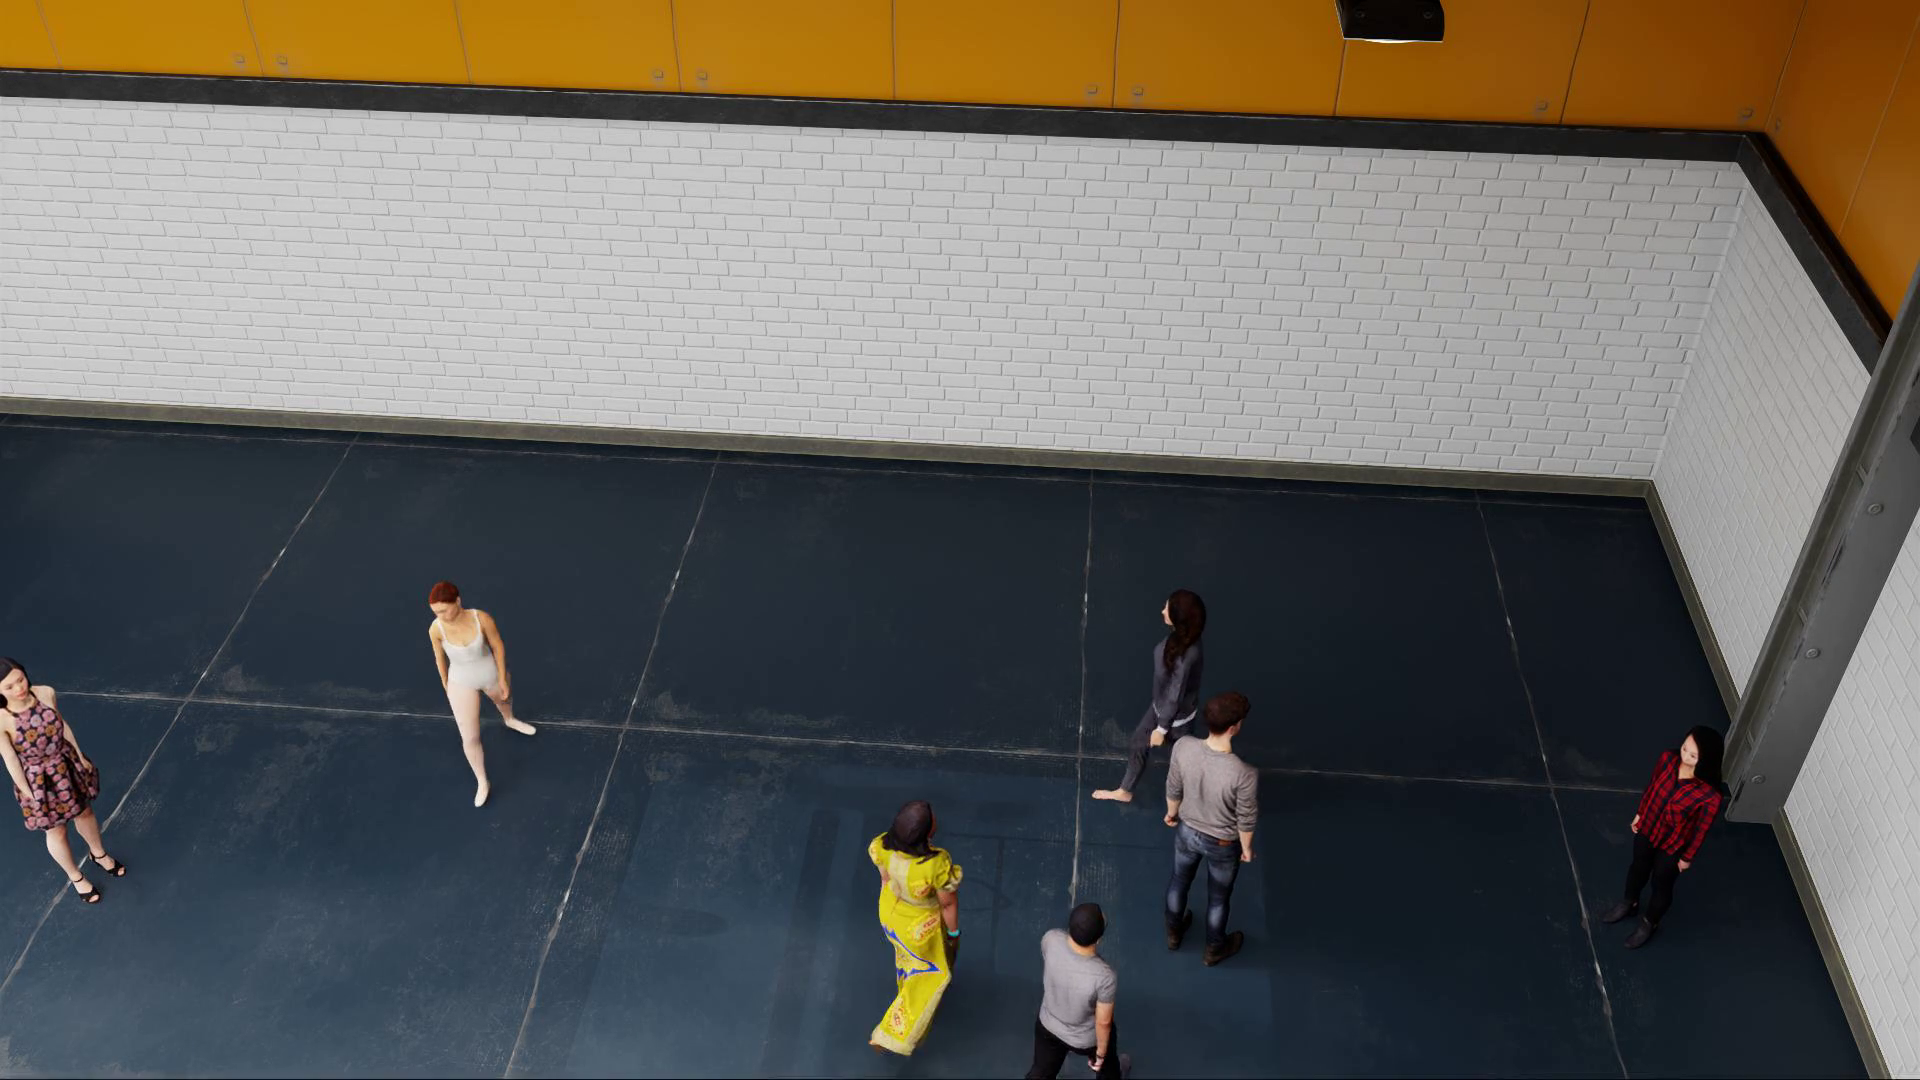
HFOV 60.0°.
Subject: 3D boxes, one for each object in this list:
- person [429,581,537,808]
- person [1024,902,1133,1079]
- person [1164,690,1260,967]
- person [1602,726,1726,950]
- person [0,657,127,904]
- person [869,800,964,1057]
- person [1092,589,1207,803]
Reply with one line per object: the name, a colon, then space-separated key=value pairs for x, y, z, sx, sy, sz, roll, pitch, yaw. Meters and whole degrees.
person: x=-2.956 y=0.814 z=10.232 sx=0.879 sy=1.607 sz=1.036 roll=-17 pitch=42 yaw=-20
person: x=0.502 y=2.416 z=8.135 sx=0.965 sy=1.719 sz=1.222 roll=22 pitch=44 yaw=26
person: x=1.346 y=1.588 z=9.025 sx=0.782 sy=1.901 sz=0.772 roll=24 pitch=44 yaw=27
person: x=3.923 y=1.614 z=9.194 sx=0.717 sy=1.652 sz=0.606 roll=-16 pitch=41 yaw=-19
person: x=-5.138 y=1.348 z=9.428 sx=0.827 sy=1.774 sz=0.733 roll=17 pitch=42 yaw=20
person: x=-0.270 y=2.032 z=8.683 sx=1.019 sy=1.636 sz=1.159 roll=25 pitch=45 yaw=28
person: x=1.361 y=1.022 z=9.873 sx=0.754 sy=1.729 sz=1.062 roll=-1 pitch=39 yaw=-1
